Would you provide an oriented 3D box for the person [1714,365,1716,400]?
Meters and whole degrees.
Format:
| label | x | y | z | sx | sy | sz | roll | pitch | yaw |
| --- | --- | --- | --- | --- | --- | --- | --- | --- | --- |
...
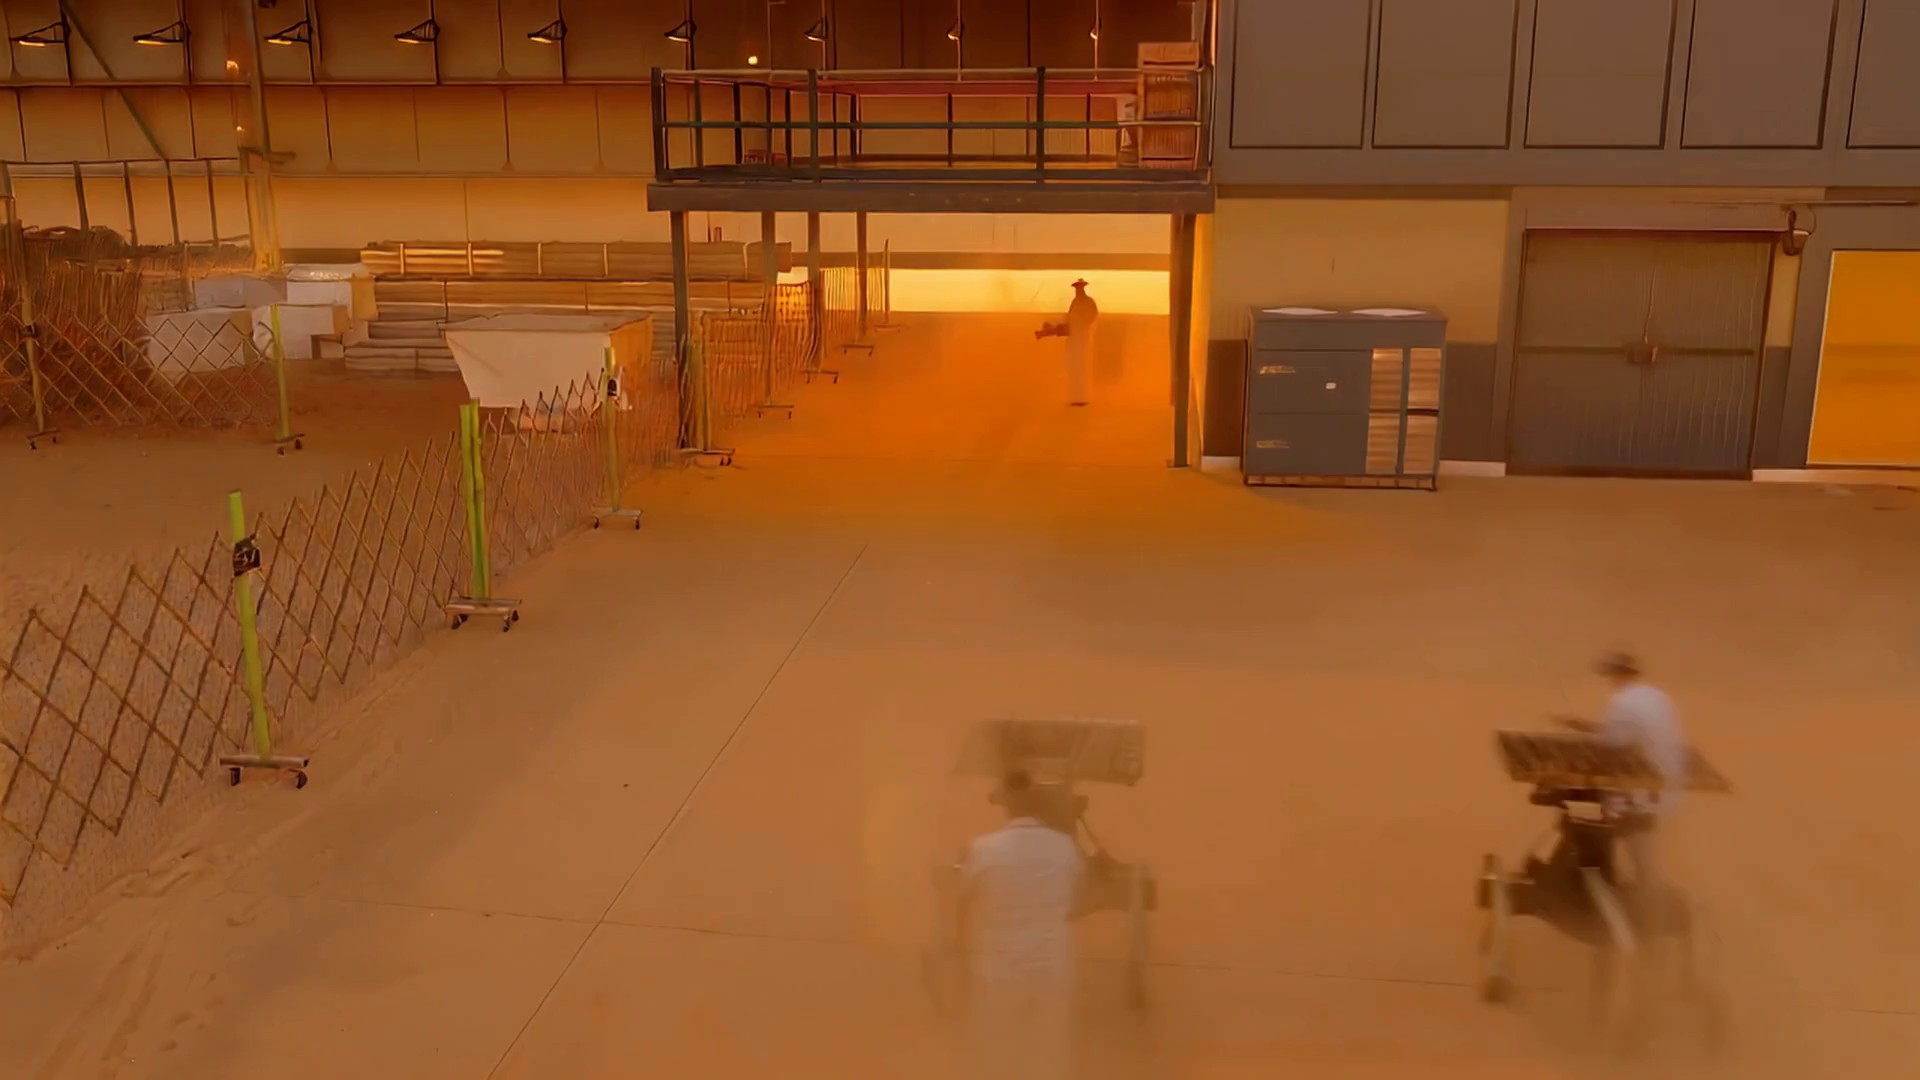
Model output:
| label | x | y | z | sx | sy | sz | roll | pitch | yaw |
| --- | --- | --- | --- | --- | --- | --- | --- | --- | --- |
| person | 8.114 | -1.649 | 18.101 | 0.284 | 1.634 | 0.498 | -5 | 15 | -21 |
